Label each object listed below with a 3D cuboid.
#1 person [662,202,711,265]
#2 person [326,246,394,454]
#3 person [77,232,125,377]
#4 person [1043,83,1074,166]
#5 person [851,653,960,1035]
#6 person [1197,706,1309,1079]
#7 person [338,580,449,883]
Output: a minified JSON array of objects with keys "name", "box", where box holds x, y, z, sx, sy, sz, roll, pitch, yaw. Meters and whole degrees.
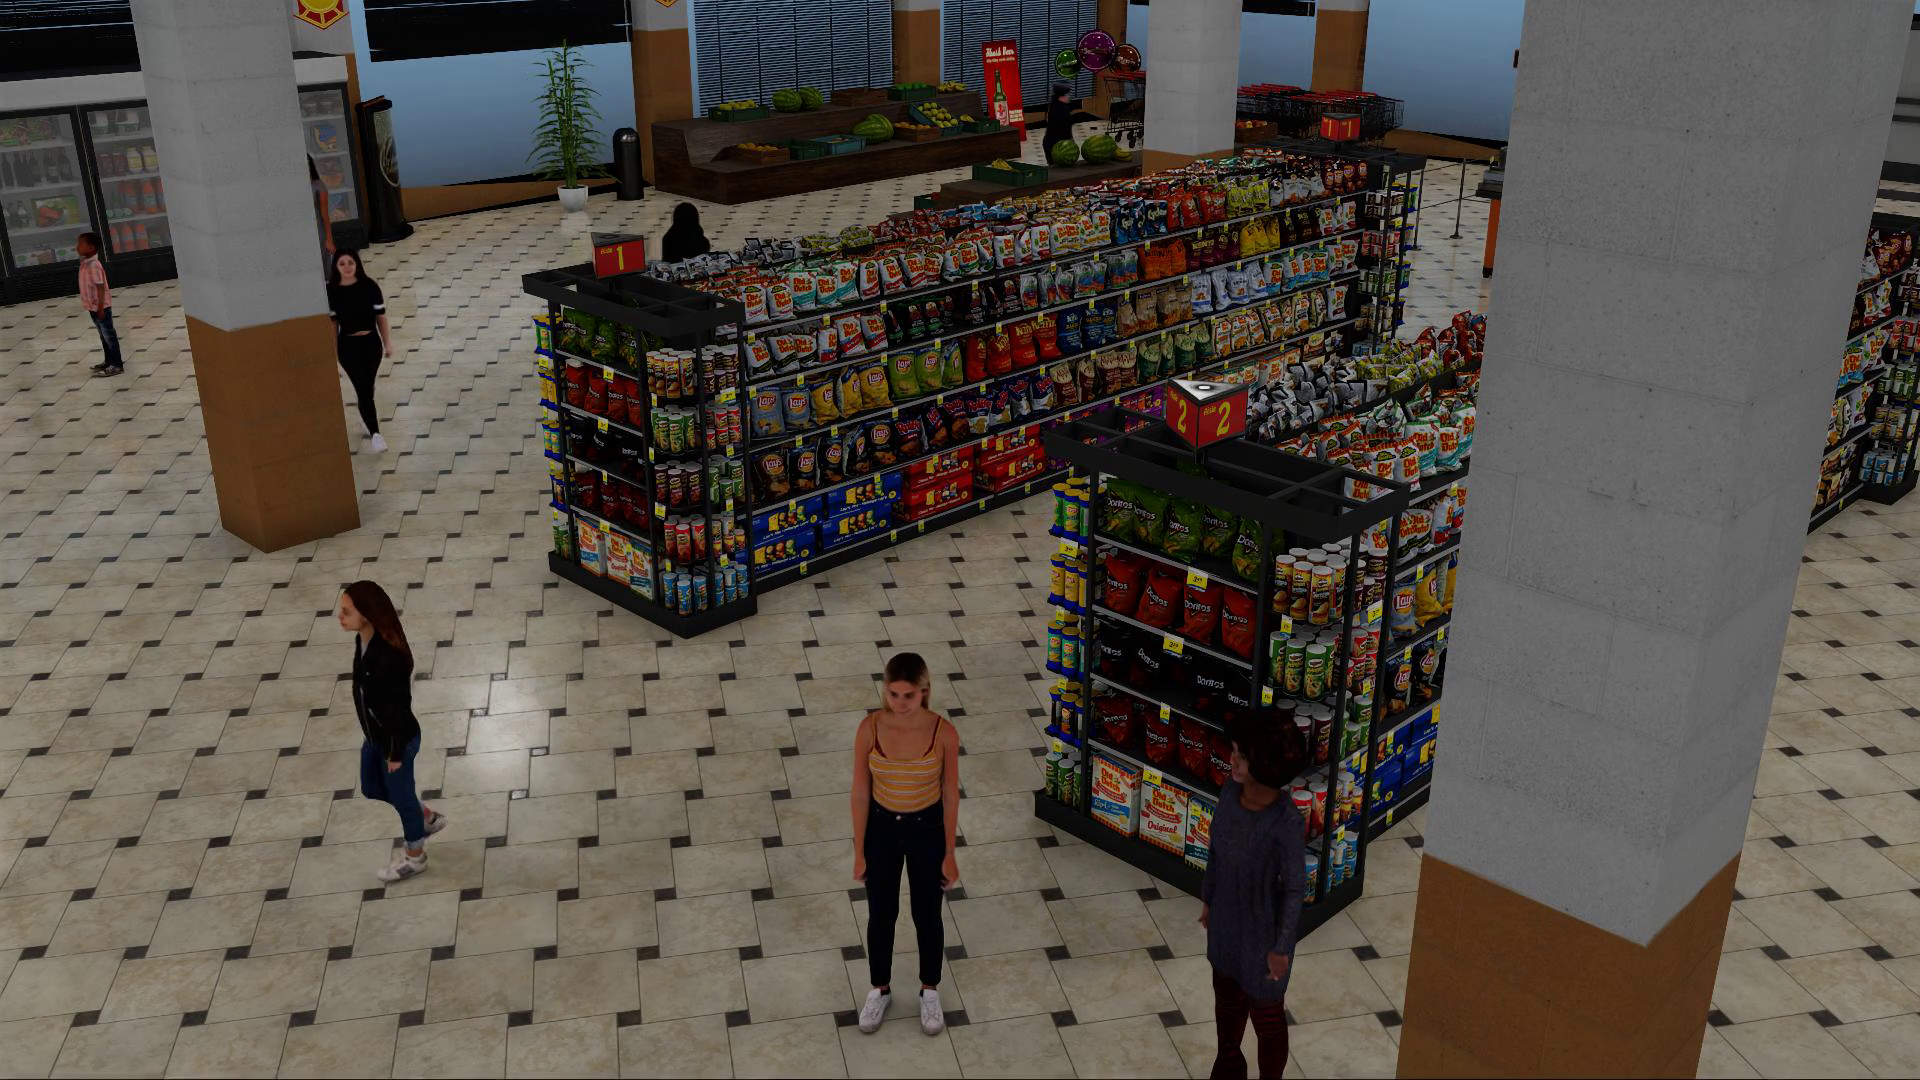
[{"name":"person","box":[-2.473,-2.174,14.900,1.050,1.574,1.171,2,22,6]},{"name":"person","box":[-4.796,-1.540,13.294,1.087,1.594,0.801,-14,26,-31]},{"name":"person","box":[-7.892,-2.171,15.250,0.507,1.306,0.516,-17,28,-37]},{"name":"person","box":[1.356,-5.446,22.922,0.780,1.664,0.810,-14,26,-31]},{"name":"person","box":[-0.212,1.173,6.496,0.654,1.629,0.699,2,22,5]},{"name":"person","box":[1.040,1.368,5.901,0.602,1.710,0.647,-12,25,-27]},{"name":"person","box":[-2.502,0.844,7.523,0.621,1.473,0.588,-17,27,-35]}]
